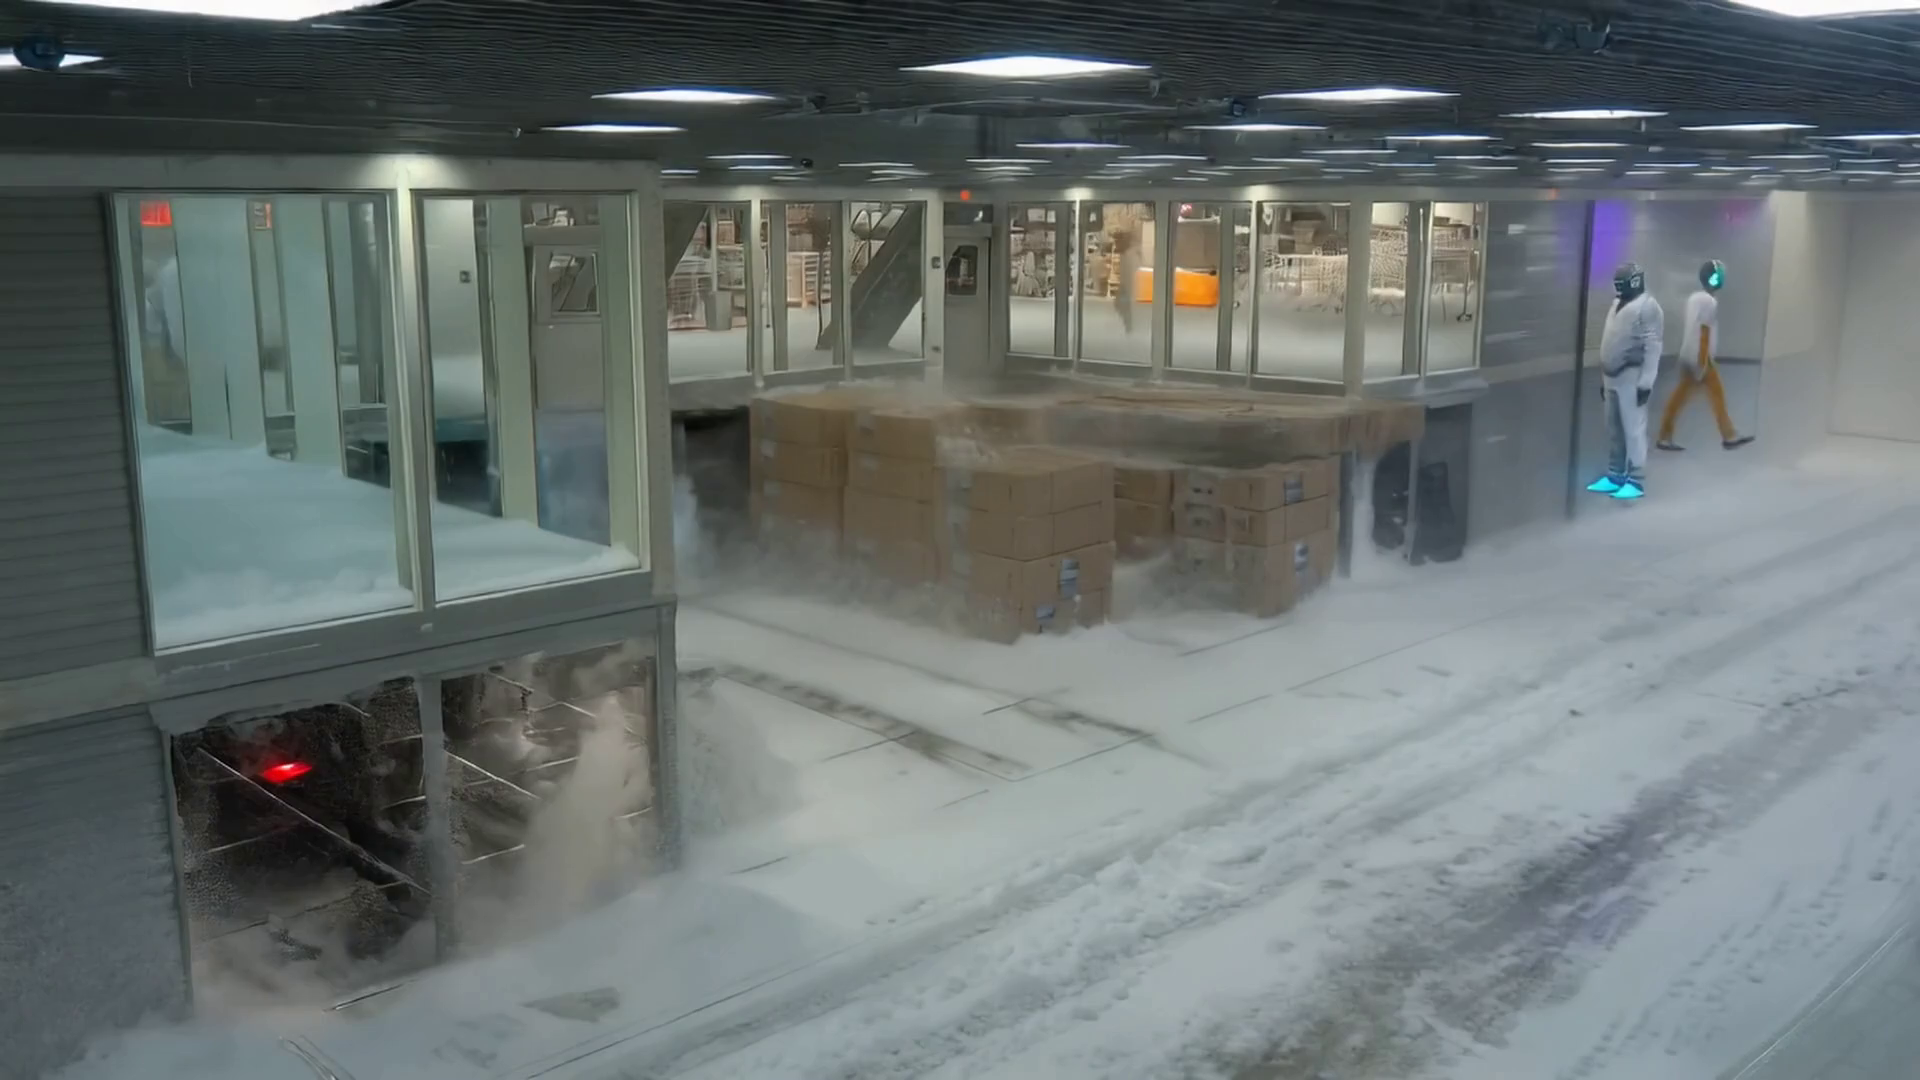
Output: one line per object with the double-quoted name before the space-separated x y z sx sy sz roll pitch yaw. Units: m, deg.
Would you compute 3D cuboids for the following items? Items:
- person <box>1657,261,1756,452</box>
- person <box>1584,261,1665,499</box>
"person" 7.153 -1.729 15.870 0.971 1.821 0.508 -2 11 -8
"person" 5.358 -1.288 13.425 0.401 1.904 0.649 -2 11 -8
